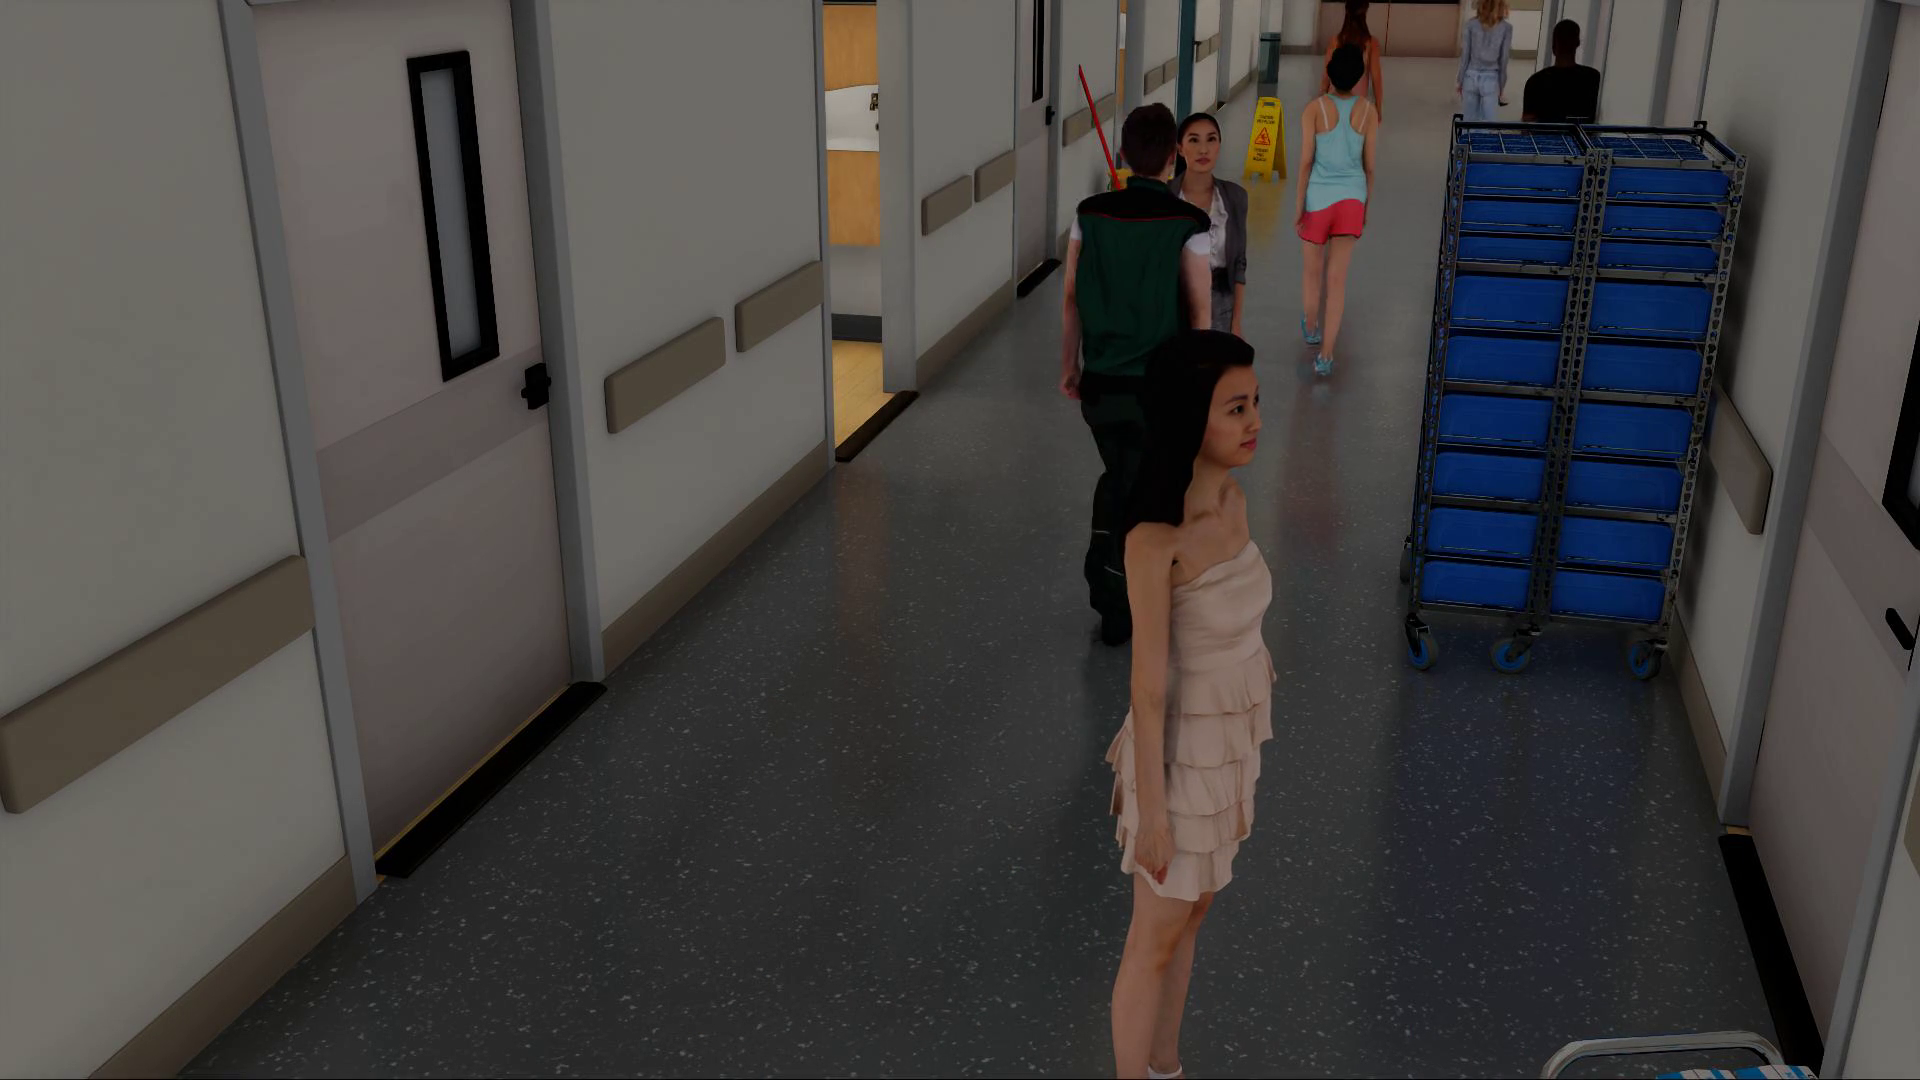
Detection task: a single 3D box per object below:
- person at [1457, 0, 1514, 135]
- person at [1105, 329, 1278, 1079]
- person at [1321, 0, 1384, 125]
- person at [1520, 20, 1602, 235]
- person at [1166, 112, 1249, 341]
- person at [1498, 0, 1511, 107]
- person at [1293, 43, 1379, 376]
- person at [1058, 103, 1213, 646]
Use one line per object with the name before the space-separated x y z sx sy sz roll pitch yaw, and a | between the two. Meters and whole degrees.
person | 4.771 -4.148 15.254 0.642 1.781 0.783 8 22 19
person | 0.424 0.443 3.194 0.686 1.736 0.547 12 24 29
person | 2.981 -3.299 12.994 0.832 1.792 1.105 13 25 32
person | 3.654 -2.226 10.175 0.709 1.784 0.965 7 22 19
person | 0.938 -0.897 6.816 0.704 1.678 0.713 -3 21 -7
person | 6.908 -6.308 21.633 0.761 1.302 0.798 15 25 34
person | 2.021 -1.740 8.999 0.694 1.708 1.195 2 21 6
person | 0.557 -0.512 5.587 0.747 1.828 0.756 13 25 32
